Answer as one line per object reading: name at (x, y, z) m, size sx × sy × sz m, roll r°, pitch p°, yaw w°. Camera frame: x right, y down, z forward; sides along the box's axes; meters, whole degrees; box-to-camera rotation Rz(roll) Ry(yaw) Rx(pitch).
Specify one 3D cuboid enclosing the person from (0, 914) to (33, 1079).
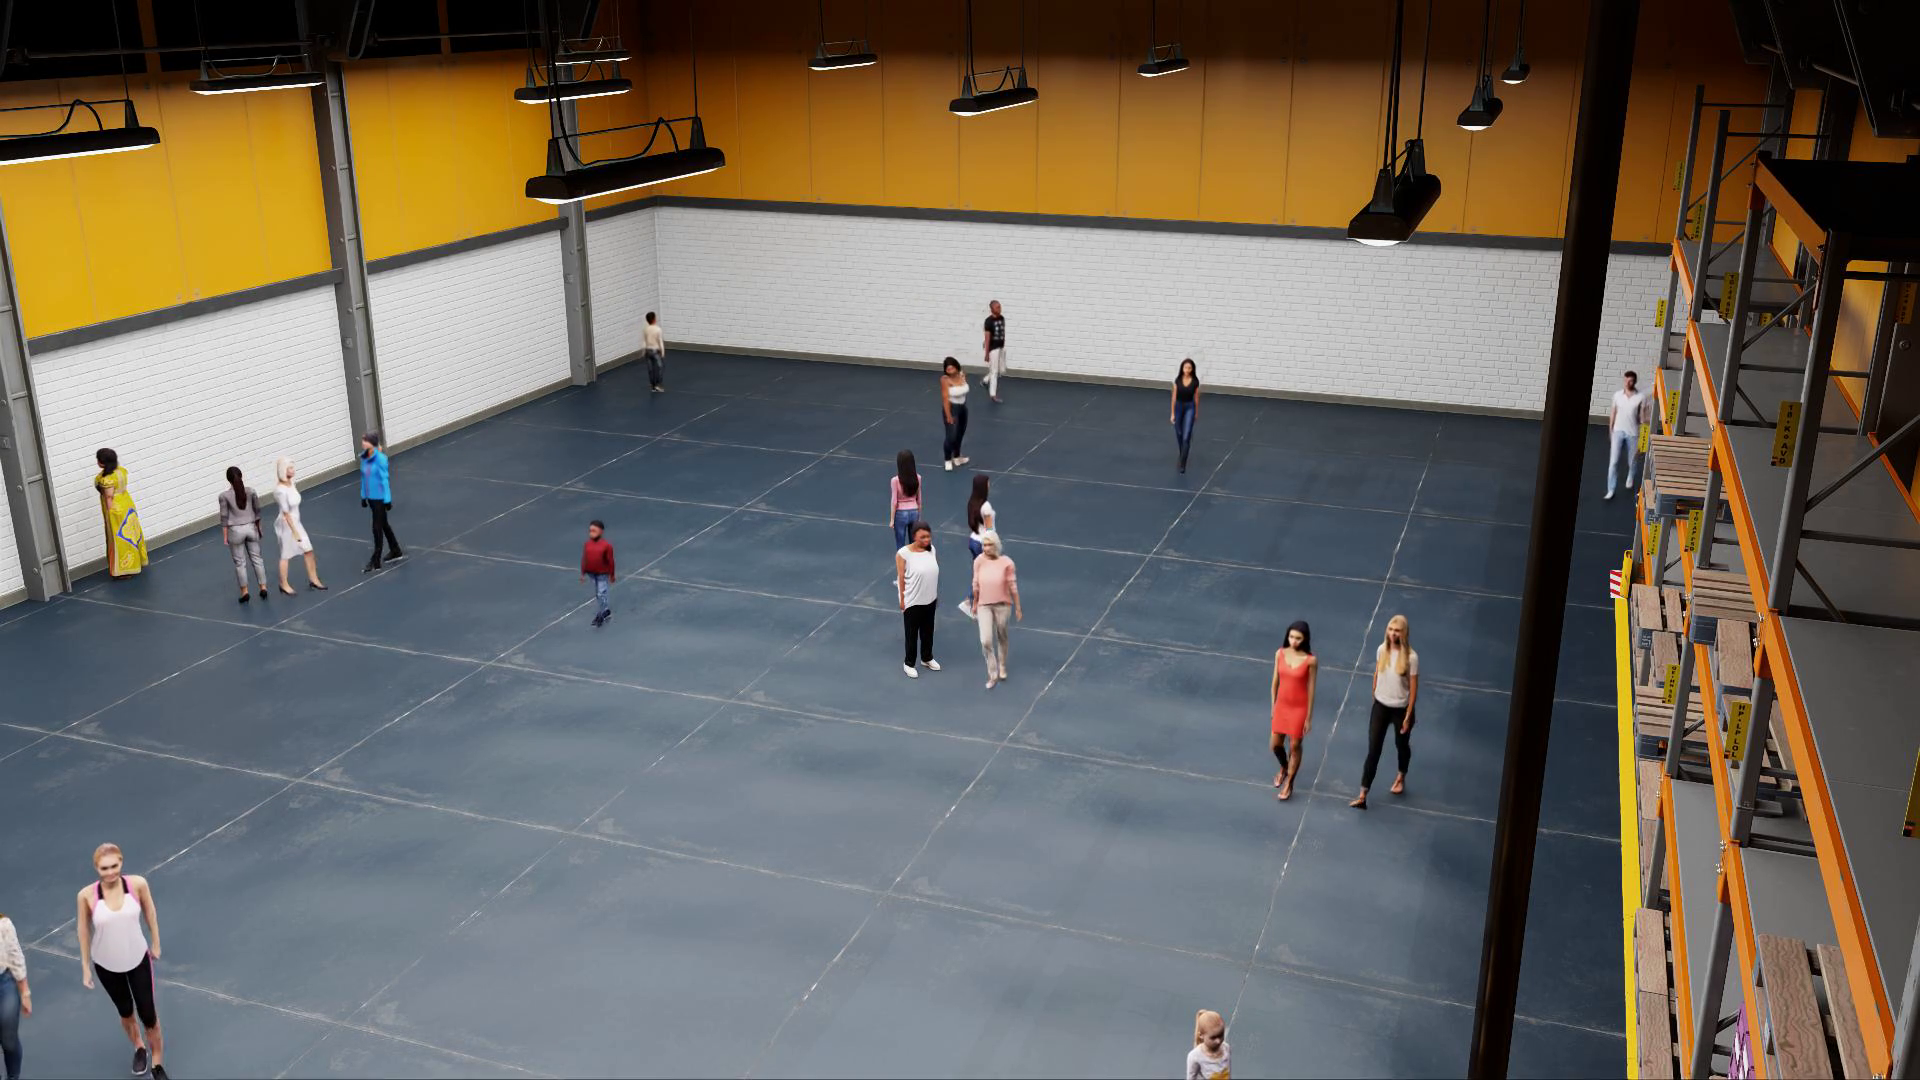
person at (-6.343, 2.931, 10.847) m, size 0.720 × 1.720 × 0.793 m, roll -11°, pitch 22°, yaw -30°

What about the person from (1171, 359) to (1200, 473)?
person at (3.402, -1.910, 25.282) m, size 0.628 × 1.682 × 1.236 m, roll 4°, pitch 19°, yaw 13°

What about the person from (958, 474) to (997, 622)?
person at (0.176, 0.124, 19.117) m, size 0.871 × 1.761 × 0.809 m, roll -9°, pitch 21°, yaw -25°

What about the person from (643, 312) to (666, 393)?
person at (-5.544, -3.367, 29.960) m, size 0.613 × 1.457 × 0.636 m, roll 4°, pitch 19°, yaw 11°

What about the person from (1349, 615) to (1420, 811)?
person at (3.940, 1.531, 14.926) m, size 0.840 × 1.771 × 1.251 m, roll 13°, pitch 23°, yaw 34°

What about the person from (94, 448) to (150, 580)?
person at (-10.484, -0.355, 20.699) m, size 1.024 × 1.660 × 0.873 m, roll 0°, pitch 19°, yaw -1°

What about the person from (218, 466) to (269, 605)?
person at (-8.545, -0.065, 19.812) m, size 0.672 × 1.677 × 0.777 m, roll -15°, pitch 24°, yaw -38°

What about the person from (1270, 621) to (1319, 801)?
person at (3.047, 1.517, 15.067) m, size 0.637 × 1.706 × 0.665 m, roll 11°, pitch 21°, yaw 29°

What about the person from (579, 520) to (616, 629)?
person at (-4.153, 0.351, 19.260) m, size 0.506 × 1.240 × 0.723 m, roll 7°, pitch 20°, yaw 21°

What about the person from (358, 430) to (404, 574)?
person at (-7.302, -0.523, 21.003) m, size 0.806 × 1.784 × 0.984 m, roll 15°, pitch 23°, yaw 37°

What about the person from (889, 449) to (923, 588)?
person at (-0.656, -0.270, 20.318) m, size 0.643 × 1.742 × 0.712 m, roll -9°, pitch 21°, yaw -26°

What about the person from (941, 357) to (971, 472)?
person at (-0.079, -1.948, 25.247) m, size 0.976 × 1.776 × 0.716 m, roll 10°, pitch 21°, yaw 26°

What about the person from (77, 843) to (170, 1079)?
person at (-5.633, 2.794, 11.184) m, size 0.882 × 1.765 × 0.944 m, roll -8°, pitch 20°, yaw -21°

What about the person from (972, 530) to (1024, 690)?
person at (0.369, 0.679, 17.576) m, size 0.806 × 1.694 × 0.896 m, roll 2°, pitch 19°, yaw 6°

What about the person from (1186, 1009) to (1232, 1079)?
person at (1.492, 3.421, 10.085) m, size 0.576 × 1.279 × 0.642 m, roll -10°, pitch 21°, yaw -27°

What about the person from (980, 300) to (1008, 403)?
person at (0.551, -3.350, 29.384) m, size 0.879 × 1.793 × 0.877 m, roll 15°, pitch 24°, yaw 37°

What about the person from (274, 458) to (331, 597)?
person at (-8.137, -0.139, 19.951) m, size 0.815 × 1.727 × 0.843 m, roll -1°, pitch 19°, yaw -3°

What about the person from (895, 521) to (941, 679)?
person at (-0.425, 0.606, 17.799) m, size 0.718 × 1.690 × 0.818 m, roll -14°, pitch 23°, yaw -36°

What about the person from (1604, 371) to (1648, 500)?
person at (9.606, -1.526, 23.915) m, size 0.814 × 1.828 × 1.189 m, roll 11°, pitch 22°, yaw 30°
